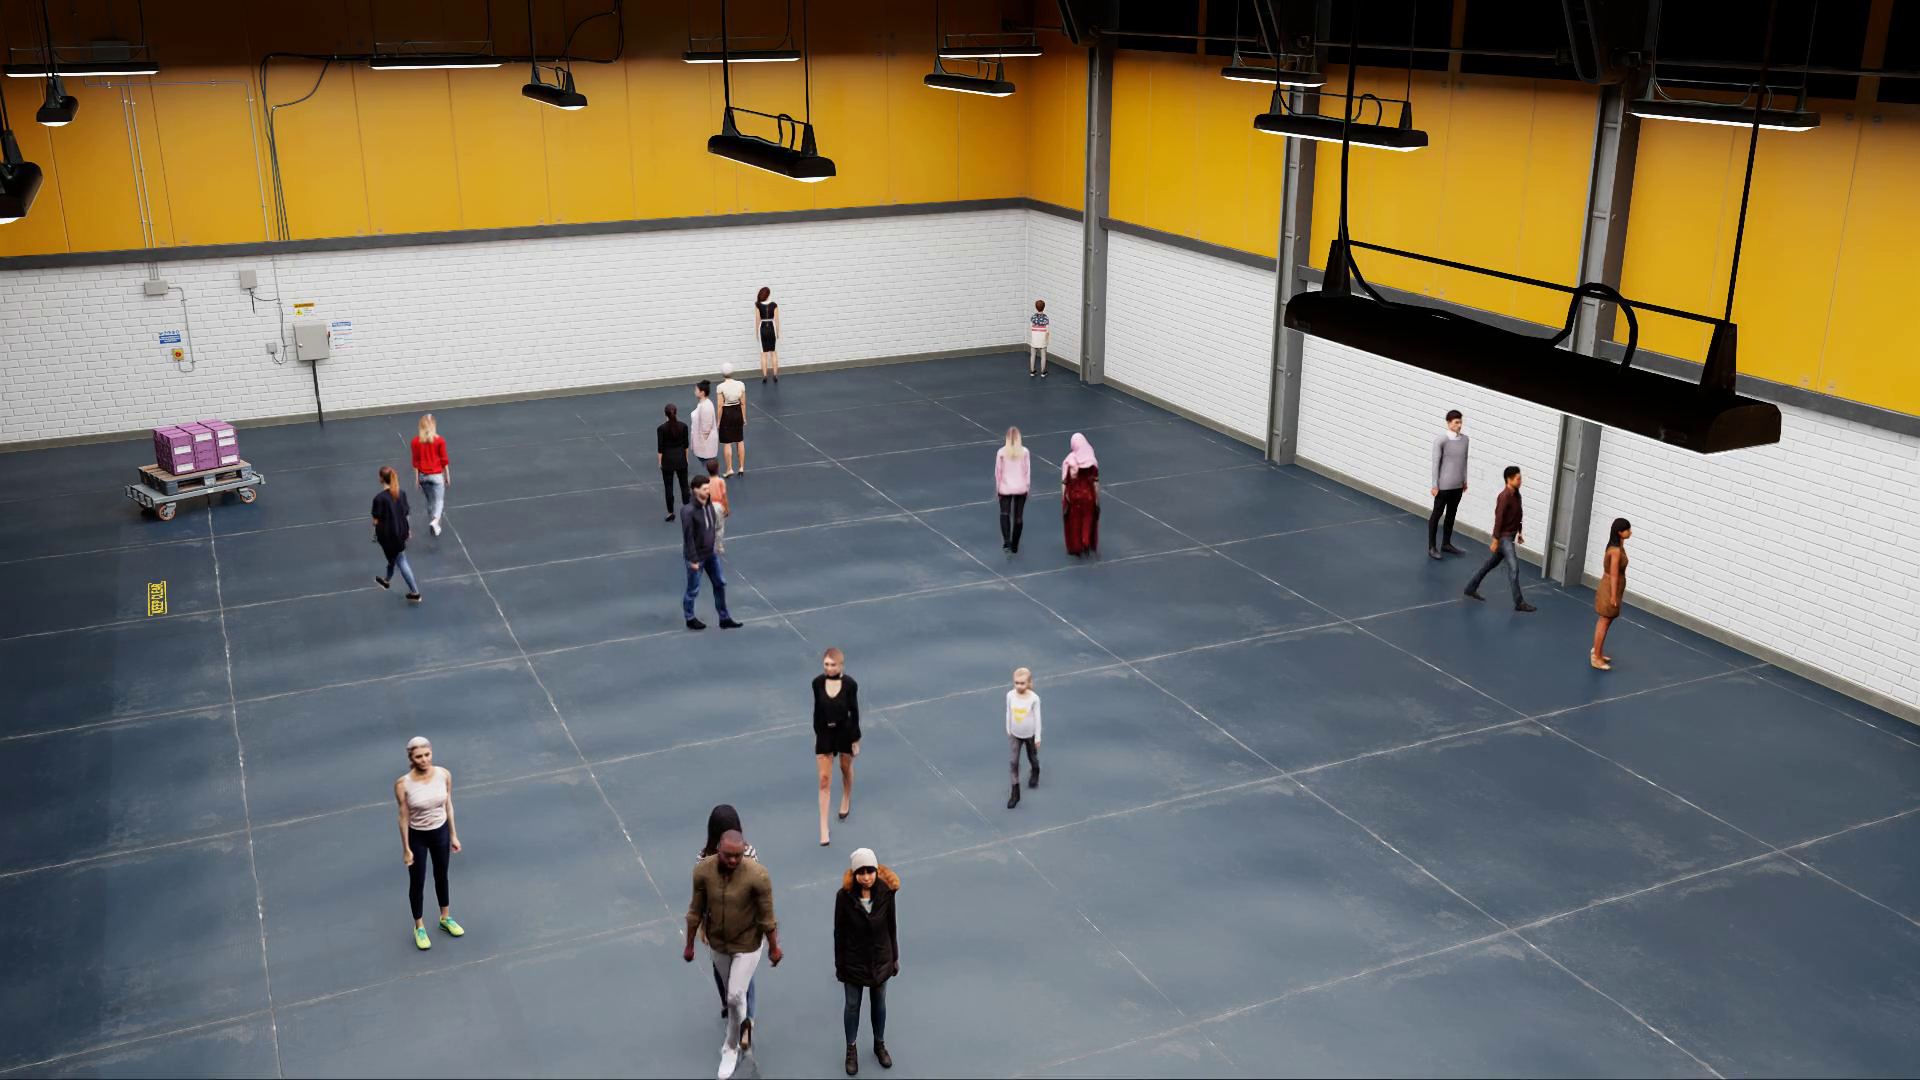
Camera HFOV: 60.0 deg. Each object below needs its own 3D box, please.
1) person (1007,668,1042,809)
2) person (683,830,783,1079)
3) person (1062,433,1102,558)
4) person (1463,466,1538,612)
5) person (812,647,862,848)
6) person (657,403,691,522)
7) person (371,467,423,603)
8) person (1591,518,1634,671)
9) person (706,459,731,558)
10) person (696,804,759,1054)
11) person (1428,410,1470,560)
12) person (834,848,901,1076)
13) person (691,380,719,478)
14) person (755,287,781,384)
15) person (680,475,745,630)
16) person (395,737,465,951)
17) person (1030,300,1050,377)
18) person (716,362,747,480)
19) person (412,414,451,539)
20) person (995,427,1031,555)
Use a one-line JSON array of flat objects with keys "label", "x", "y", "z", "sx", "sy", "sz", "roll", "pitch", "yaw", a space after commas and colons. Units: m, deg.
[{"label": "person", "x": 0.602, "y": 1.746, "z": 15.158, "sx": 0.857, "sy": 1.259, "sz": 0.954, "roll": 5, "pitch": 19, "yaw": 15}, {"label": "person", "x": -1.498, "y": 2.729, "z": 11.401, "sx": 1.005, "sy": 1.794, "sz": 1.065, "roll": 8, "pitch": 20, "yaw": 22}, {"label": "person", "x": 1.552, "y": -0.558, "z": 21.416, "sx": 0.778, "sy": 1.631, "sz": 0.786, "roll": 0, "pitch": 19, "yaw": -1}, {"label": "person", "x": 6.354, "y": -0.024, "z": 19.668, "sx": 1.240, "sy": 1.736, "sz": 1.036, "roll": 13, "pitch": 23, "yaw": 34}, {"label": "person", "x": -1.047, "y": 1.731, "z": 14.486, "sx": 0.994, "sy": 1.717, "sz": 1.188, "roll": 2, "pitch": 19, "yaw": 6}, {"label": "person", "x": -3.930, "y": -1.065, "z": 22.874, "sx": 0.598, "sy": 1.662, "sz": 0.551, "roll": -10, "pitch": 21, "yaw": -26}, {"label": "person", "x": -6.693, "y": -0.025, "z": 19.830, "sx": 1.188, "sy": 1.633, "sz": 0.986, "roll": 12, "pitch": 22, "yaw": 32}, {"label": "person", "x": 7.044, "y": 0.564, "z": 17.996, "sx": 0.698, "sy": 1.688, "sz": 0.645, "roll": 7, "pitch": 20, "yaw": 21}, {"label": "person", "x": -3.182, "y": -0.396, "z": 21.452, "sx": 0.617, "sy": 1.303, "sz": 0.678, "roll": 5, "pitch": 19, "yaw": 16}, {"label": "person", "x": -1.576, "y": 2.711, "z": 11.491, "sx": 0.692, "sy": 1.771, "sz": 1.093, "roll": -5, "pitch": 19, "yaw": -15}, {"label": "person", "x": 6.311, "y": -0.741, "z": 21.502, "sx": 0.733, "sy": 1.924, "sz": 0.620, "roll": -9, "pitch": 21, "yaw": -26}, {"label": "person", "x": -0.640, "y": 2.839, "z": 11.324, "sx": 0.661, "sy": 1.634, "sz": 0.651, "roll": -5, "pitch": 19, "yaw": -16}, {"label": "person", "x": -3.650, "y": -1.454, "z": 23.903, "sx": 0.817, "sy": 1.743, "sz": 0.661, "roll": -3, "pitch": 19, "yaw": -9}, {"label": "person", "x": -3.561, "y": -3.789, "z": 30.755, "sx": 0.639, "sy": 1.795, "sz": 0.592, "roll": -3, "pitch": 19, "yaw": -9}, {"label": "person", "x": -3.035, "y": 0.149, "z": 18.958, "sx": 1.110, "sy": 1.861, "sz": 1.005, "roll": 11, "pitch": 21, "yaw": 29}, {"label": "person", "x": -4.110, "y": 2.296, "z": 12.831, "sx": 0.654, "sy": 1.702, "sz": 0.623, "roll": -15, "pitch": 24, "yaw": -38}, {"label": "person", "x": 1.492, "y": -3.822, "z": 31.413, "sx": 0.585, "sy": 1.438, "sz": 0.628, "roll": 4, "pitch": 19, "yaw": 12}, {"label": "person", "x": -3.421, "y": -1.788, "z": 24.877, "sx": 0.665, "sy": 1.754, "sz": 0.553, "roll": -11, "pitch": 21, "yaw": -29}, {"label": "person", "x": -7.017, "y": -0.801, "z": 22.057, "sx": 0.819, "sy": 1.684, "sz": 1.023, "roll": -2, "pitch": 19, "yaw": -7}, {"label": "person", "x": 0.683, "y": -0.624, "z": 21.538, "sx": 0.717, "sy": 1.680, "sz": 0.747, "roll": 0, "pitch": 19, "yaw": 0}]
